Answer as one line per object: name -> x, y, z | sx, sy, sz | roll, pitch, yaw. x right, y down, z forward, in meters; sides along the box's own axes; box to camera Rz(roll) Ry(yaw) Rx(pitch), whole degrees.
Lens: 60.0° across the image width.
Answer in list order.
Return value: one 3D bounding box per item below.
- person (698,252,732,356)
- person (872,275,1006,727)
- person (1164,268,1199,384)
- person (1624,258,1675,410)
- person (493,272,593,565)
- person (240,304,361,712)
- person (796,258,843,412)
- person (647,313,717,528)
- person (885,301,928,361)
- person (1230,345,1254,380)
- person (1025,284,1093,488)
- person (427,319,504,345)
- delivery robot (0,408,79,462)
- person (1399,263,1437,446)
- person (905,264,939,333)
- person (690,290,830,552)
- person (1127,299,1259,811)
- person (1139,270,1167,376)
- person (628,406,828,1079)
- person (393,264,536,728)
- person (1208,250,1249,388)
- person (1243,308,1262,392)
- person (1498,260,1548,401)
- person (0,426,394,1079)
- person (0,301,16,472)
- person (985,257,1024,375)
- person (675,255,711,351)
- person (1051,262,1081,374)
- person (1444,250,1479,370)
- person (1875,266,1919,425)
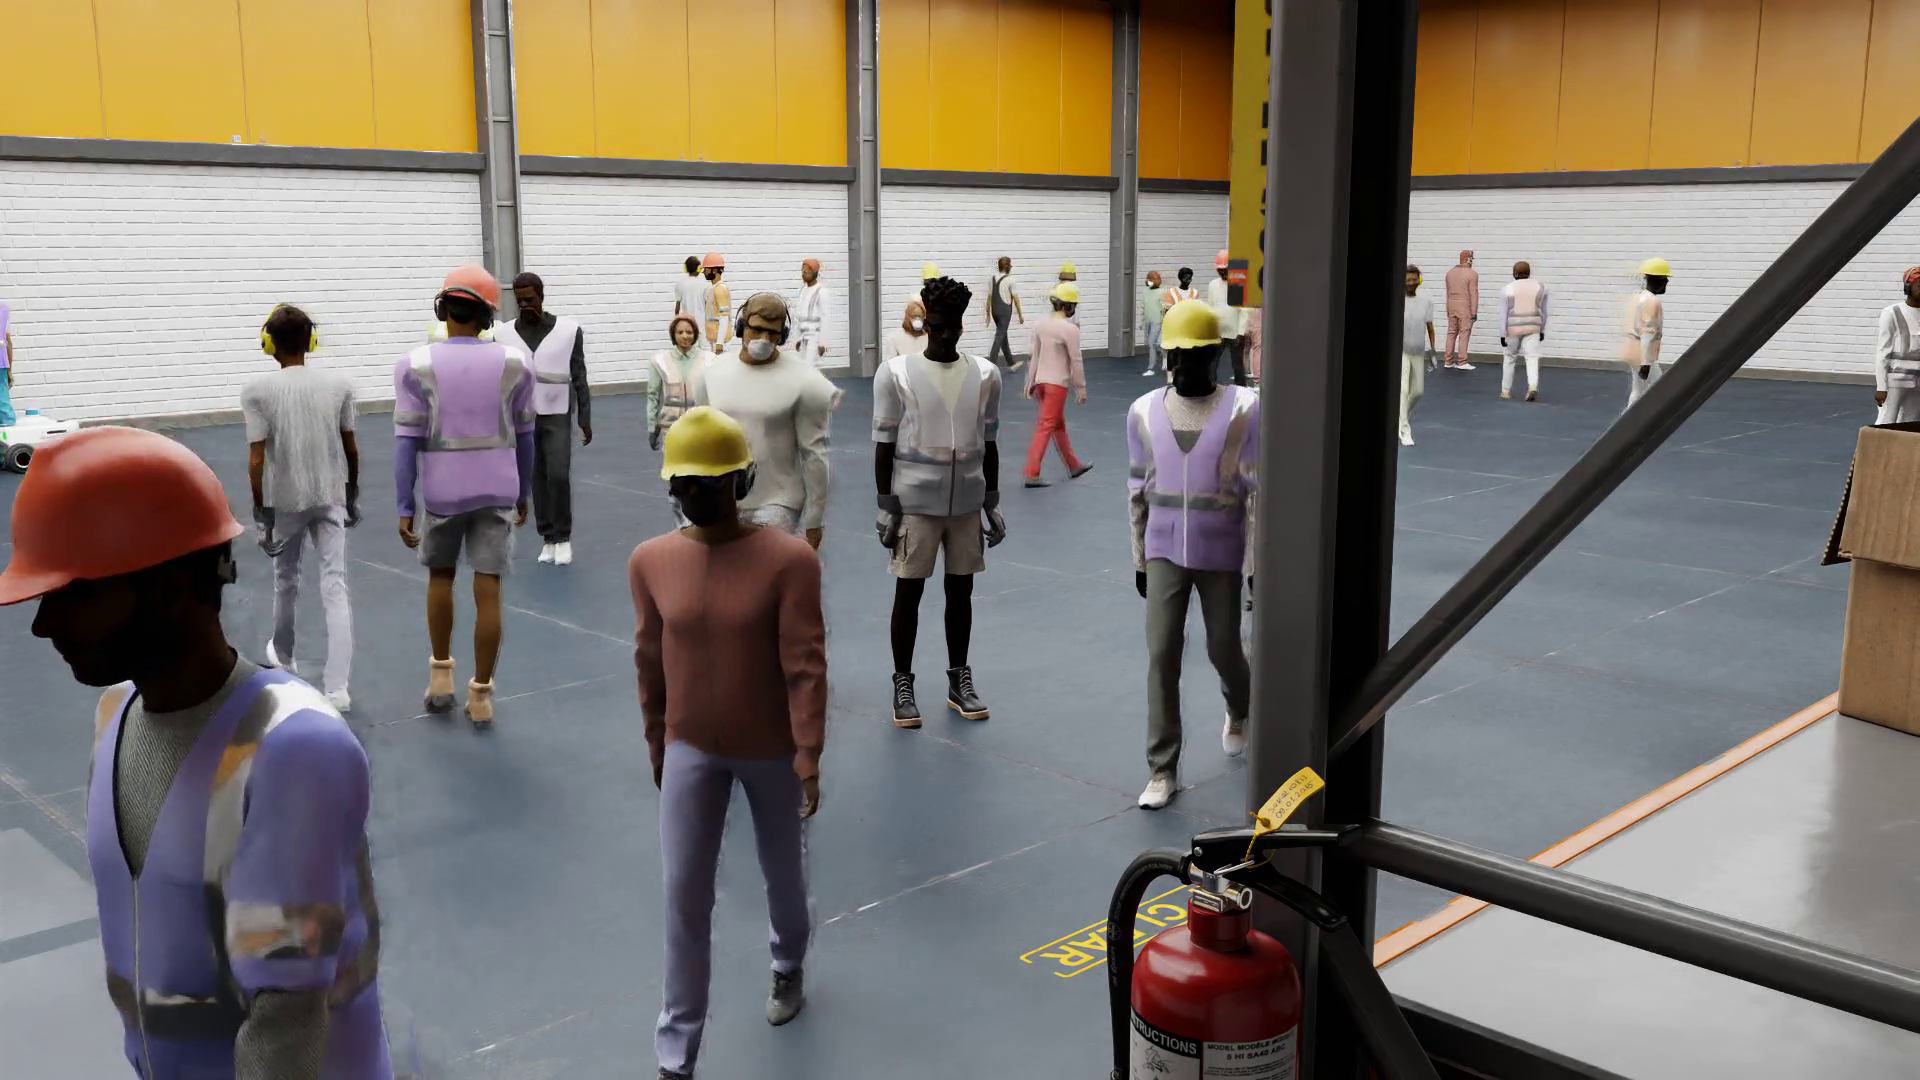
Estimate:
person -> -2.795, -2.316, 19.057 | 0.364, 1.935, 0.553 | -2, 11, -13
person -> -0.085, -0.166, 7.271 | 0.602, 1.958, 0.381 | -4, 11, -21
person -> 3.152, -3.037, 23.685 | 0.561, 1.668, 0.653 | -2, 11, -10
person -> 6.734, -1.794, 16.281 | 0.427, 1.909, 0.622 | 2, 11, 11
person -> -2.718, -0.772, 10.745 | 0.614, 1.894, 0.588 | 0, 10, 2
person -> -3.011, -0.165, 7.654 | 0.518, 1.820, 0.980 | -6, 12, -29
person -> -1.682, -2.349, 19.409 | 0.646, 1.871, 0.600 | -6, 12, -30
person -> -1.895, -0.767, 11.501 | 0.519, 1.613, 0.714 | -1, 10, -7
person -> -0.371, -1.169, 13.758 | 0.505, 1.588, 0.863 | 0, 10, 1
person -> 4.207, -3.187, 24.626 | 0.315, 1.636, 0.515 | 9, 14, 40
person -> 0.876, -1.322, 14.239 | 0.911, 1.713, 0.531 | -7, 12, -33
person -> -3.565, -0.984, 12.236 | 0.619, 1.785, 1.006 | 0, 10, 1
delivery robot -> -8.437, -0.956, 15.154 | 0.477, 0.478, 0.707 | 7, 13, 34
person -> 4.621, -1.915, 17.122 | 0.523, 1.844, 0.782 | 0, 10, -3
person -> -0.364, -2.449, 20.179 | 0.601, 1.798, 0.872 | 0, 10, 1
person -> -0.856, -0.147, 7.328 | 0.642, 1.905, 0.676 | 4, 11, 20
person -> 0.921, 0.024, 6.401 | 0.590, 1.904, 0.832 | 4, 11, 23
person -> 3.005, -3.324, 25.460 | 0.601, 1.612, 0.511 | -8, 13, -38
person -> -0.578, 0.515, 4.216 | 0.532, 1.720, 0.907 | 1, 10, 8
person -> -2.171, -0.202, 7.342 | 0.620, 2.000, 0.713 | -4, 11, -21
person -> 3.111, -2.419, 19.575 | 0.643, 1.944, 0.880 | 9, 14, 41
person -> 4.034, -2.979, 22.762 | 0.401, 1.904, 0.651 | -10, 14, -43
person -> 7.281, -2.708, 21.538 | 0.629, 1.814, 0.864 | 2, 11, 10
person -> -1.020, 0.805, 2.173 | 0.566, 1.888, 0.948 | 6, 12, 29
person -> -8.676, -1.490, 14.797 | 0.396, 1.847, 0.565 | 5, 11, 24
person -> 0.712, -3.432, 25.517 | 0.938, 1.792, 0.498 | -10, 14, -42
person -> -3.536, -2.859, 22.212 | 0.535, 1.868, 0.311 | 2, 11, 9
person -> 1.584, -3.385, 25.479 | 0.496, 1.728, 0.494 | -10, 14, -42
person -> 8.027, -3.668, 26.539 | 0.403, 1.901, 0.646 | -6, 12, -30
person -> 7.597, -1.246, 13.374 | 0.574, 1.882, 0.358 | -4, 11, -19
